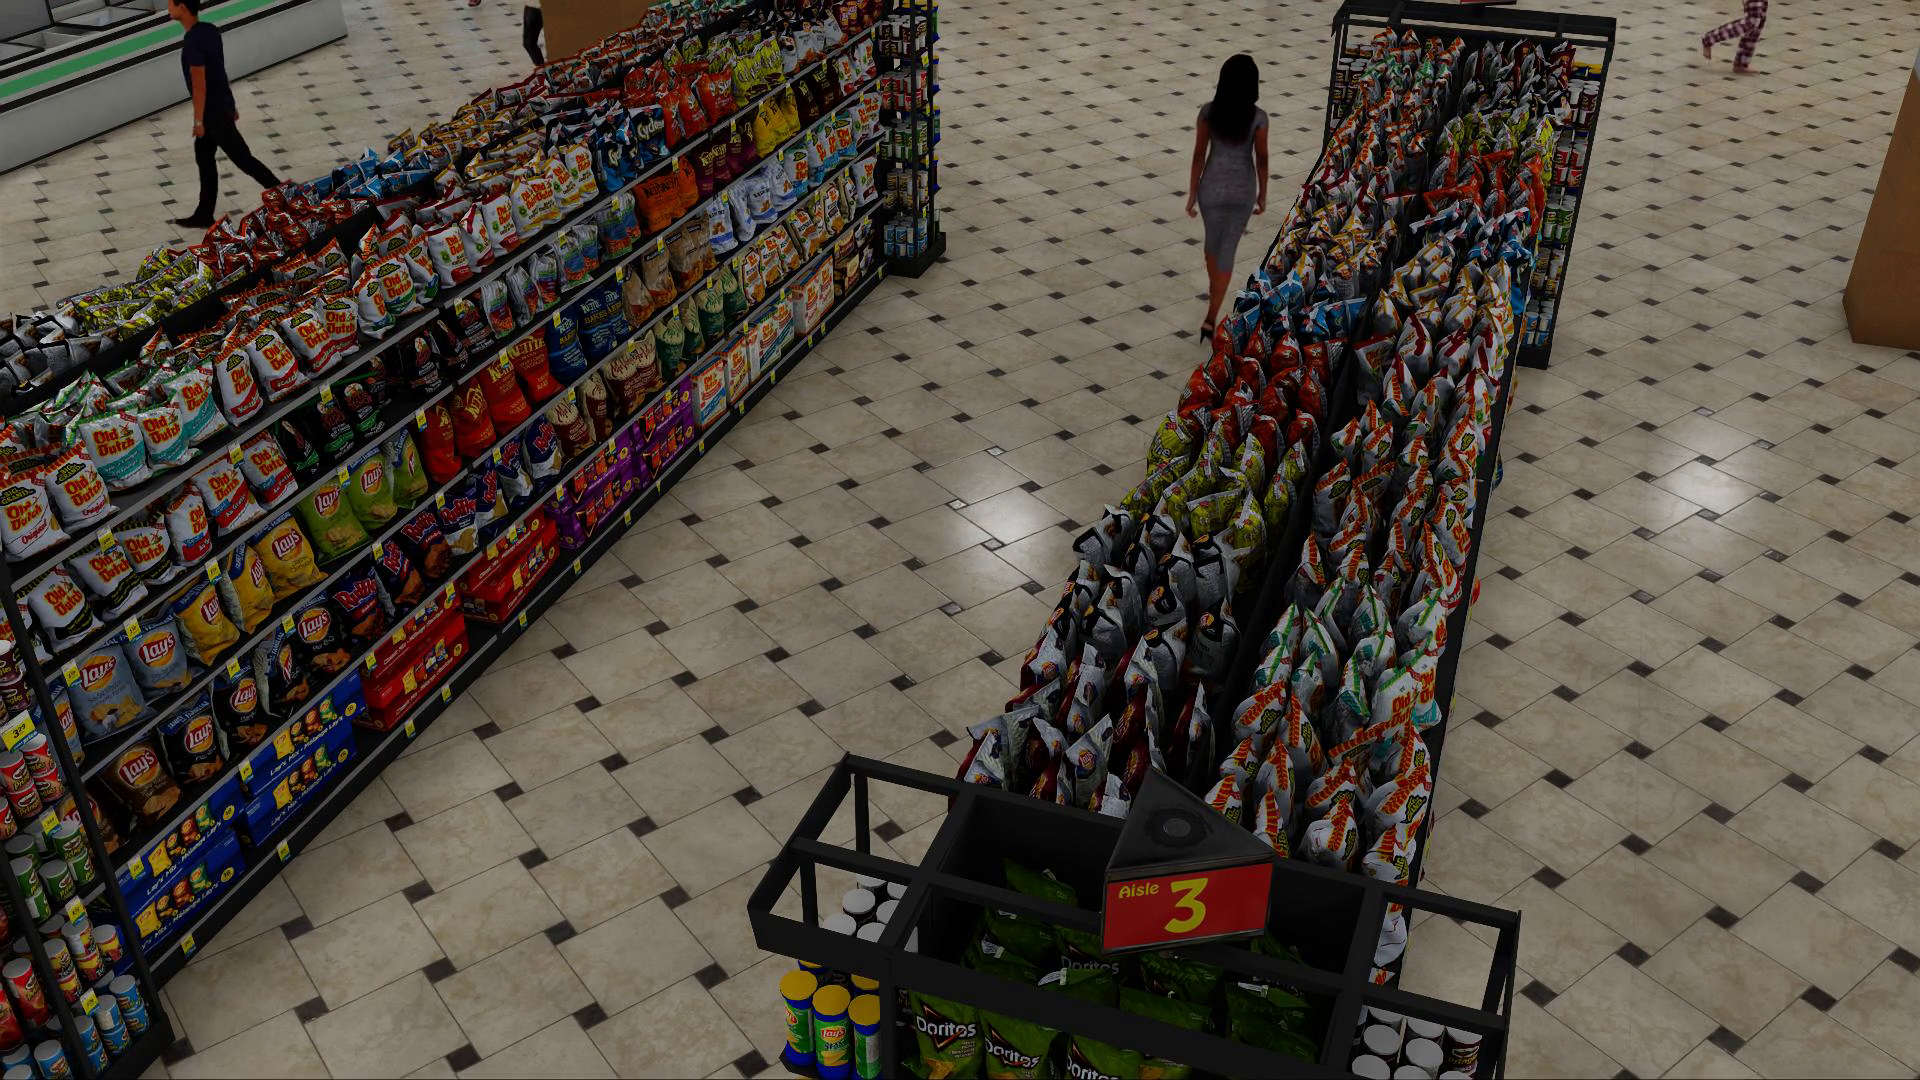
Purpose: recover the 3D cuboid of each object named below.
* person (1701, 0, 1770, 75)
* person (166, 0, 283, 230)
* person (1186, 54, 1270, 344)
[{"bbox_3d":[7.178,-5.107,15.139,0.821,1.688,0.813,22,38,31],"label":"person"},{"bbox_3d":[-5.134,-2.999,11.691,1.117,1.752,1.175,-7,33,-11],"label":"person"},{"bbox_3d":[1.602,-2.023,10.124,0.603,1.751,0.978,11,33,17],"label":"person"}]
